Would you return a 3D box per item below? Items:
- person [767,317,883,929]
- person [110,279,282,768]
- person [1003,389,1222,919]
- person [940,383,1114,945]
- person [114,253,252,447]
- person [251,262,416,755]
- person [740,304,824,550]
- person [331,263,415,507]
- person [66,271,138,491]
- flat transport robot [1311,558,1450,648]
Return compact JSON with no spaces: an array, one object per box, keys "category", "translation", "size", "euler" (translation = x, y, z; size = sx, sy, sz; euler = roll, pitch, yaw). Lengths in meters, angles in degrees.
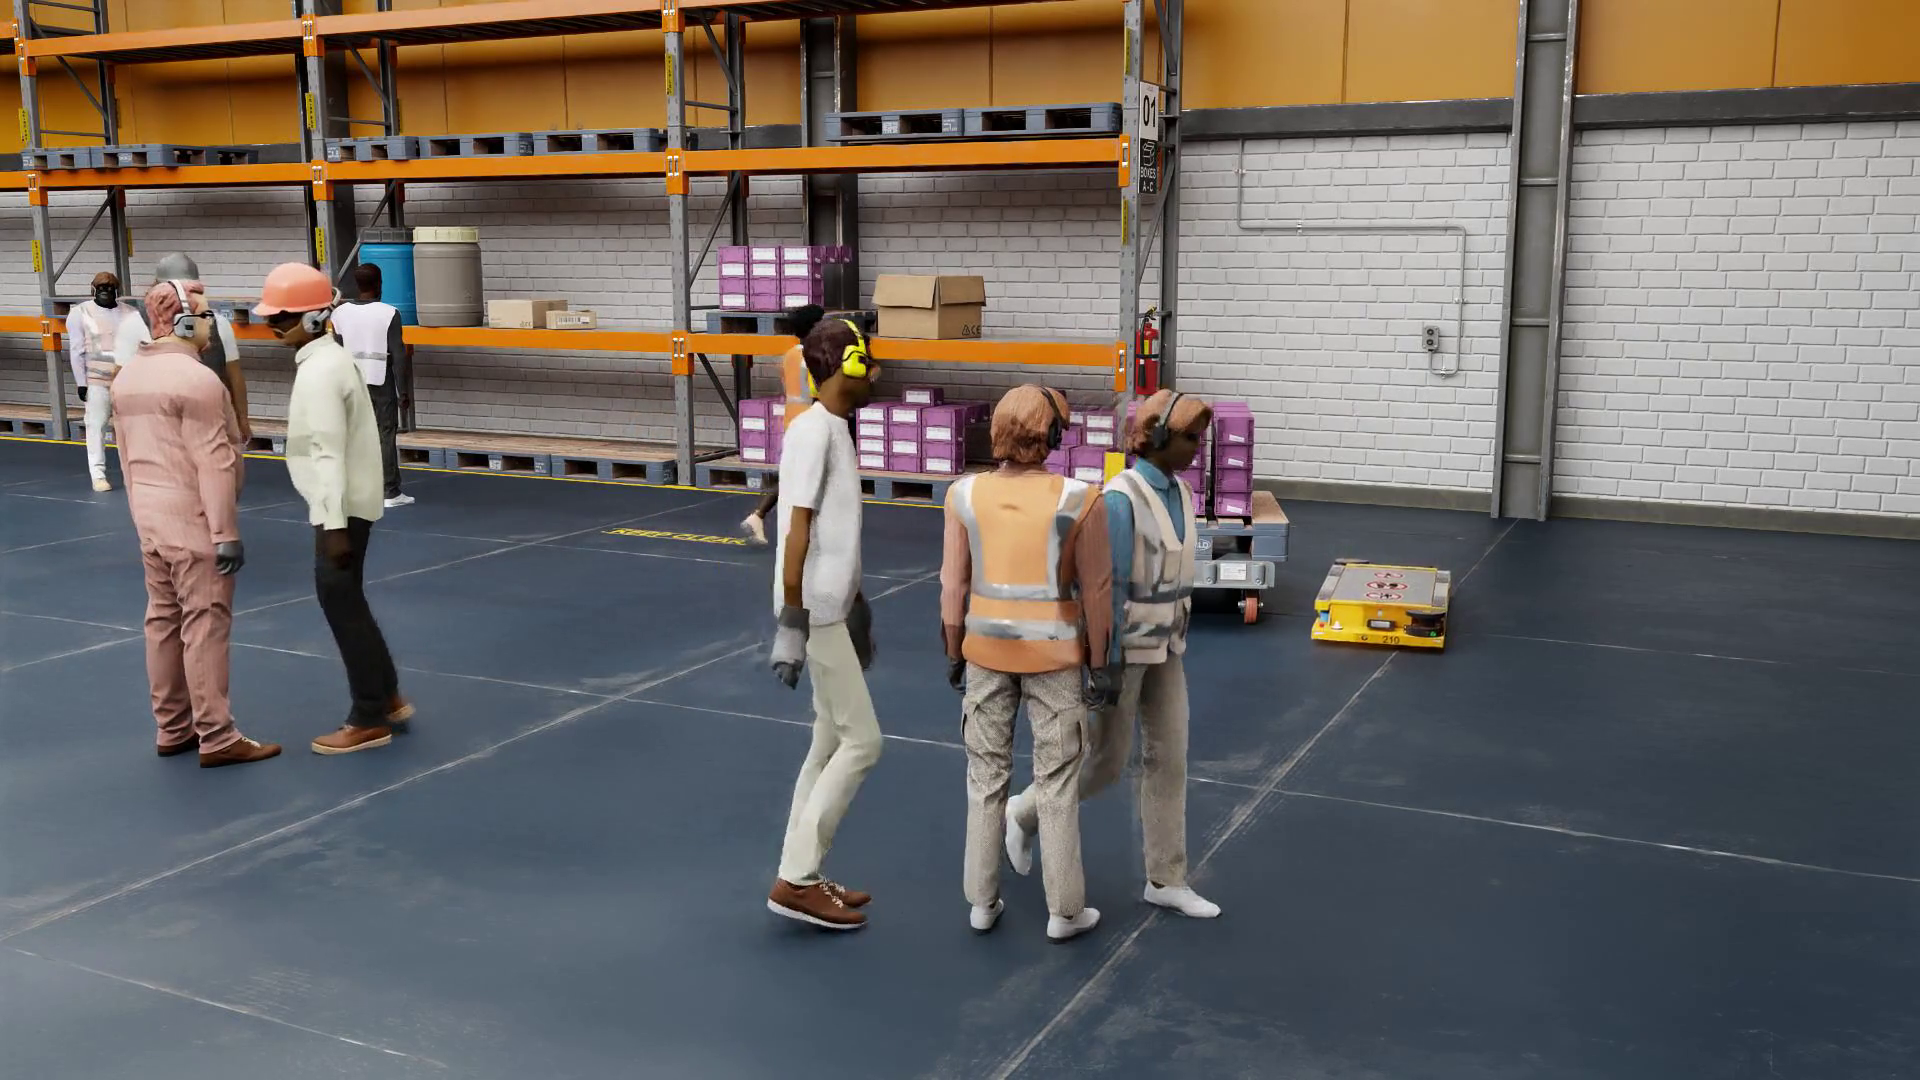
[{"category":"person","translation":[-0.412,0.245,5.050],"size":[0.385,1.818,0.612],"euler":[-1,10,-3]},{"category":"person","translation":[-3.020,-0.064,6.559],"size":[0.643,1.910,0.400],"euler":[8,12,37]},{"category":"person","translation":[0.483,0.335,5.124],"size":[0.679,1.606,0.556],"euler":[7,12,36]},{"category":"person","translation":[0.194,0.365,4.871],"size":[0.523,1.638,0.310],"euler":[4,11,20]},{"category":"person","translation":[-4.680,-0.763,10.178],"size":[0.901,2.000,0.699],"euler":[9,13,42]},{"category":"person","translation":[-2.509,-0.123,6.712],"size":[0.531,1.971,0.655],"euler":[-3,10,-17]},{"category":"person","translation":[-1.080,-0.738,11.105],"size":[0.758,1.673,0.537],"euler":[-6,12,-32]},{"category":"person","translation":[-4.630,-1.211,13.094],"size":[0.599,1.917,0.376],"euler":[2,10,10]},{"category":"person","translation":[-7.168,-1.341,14.069],"size":[0.430,1.841,0.624],"euler":[7,12,37]},{"category":"flat transport robot","translation":[2.308,0.324,9.019],"size":[0.652,0.197,1.431],"euler":[3,10,17]}]
